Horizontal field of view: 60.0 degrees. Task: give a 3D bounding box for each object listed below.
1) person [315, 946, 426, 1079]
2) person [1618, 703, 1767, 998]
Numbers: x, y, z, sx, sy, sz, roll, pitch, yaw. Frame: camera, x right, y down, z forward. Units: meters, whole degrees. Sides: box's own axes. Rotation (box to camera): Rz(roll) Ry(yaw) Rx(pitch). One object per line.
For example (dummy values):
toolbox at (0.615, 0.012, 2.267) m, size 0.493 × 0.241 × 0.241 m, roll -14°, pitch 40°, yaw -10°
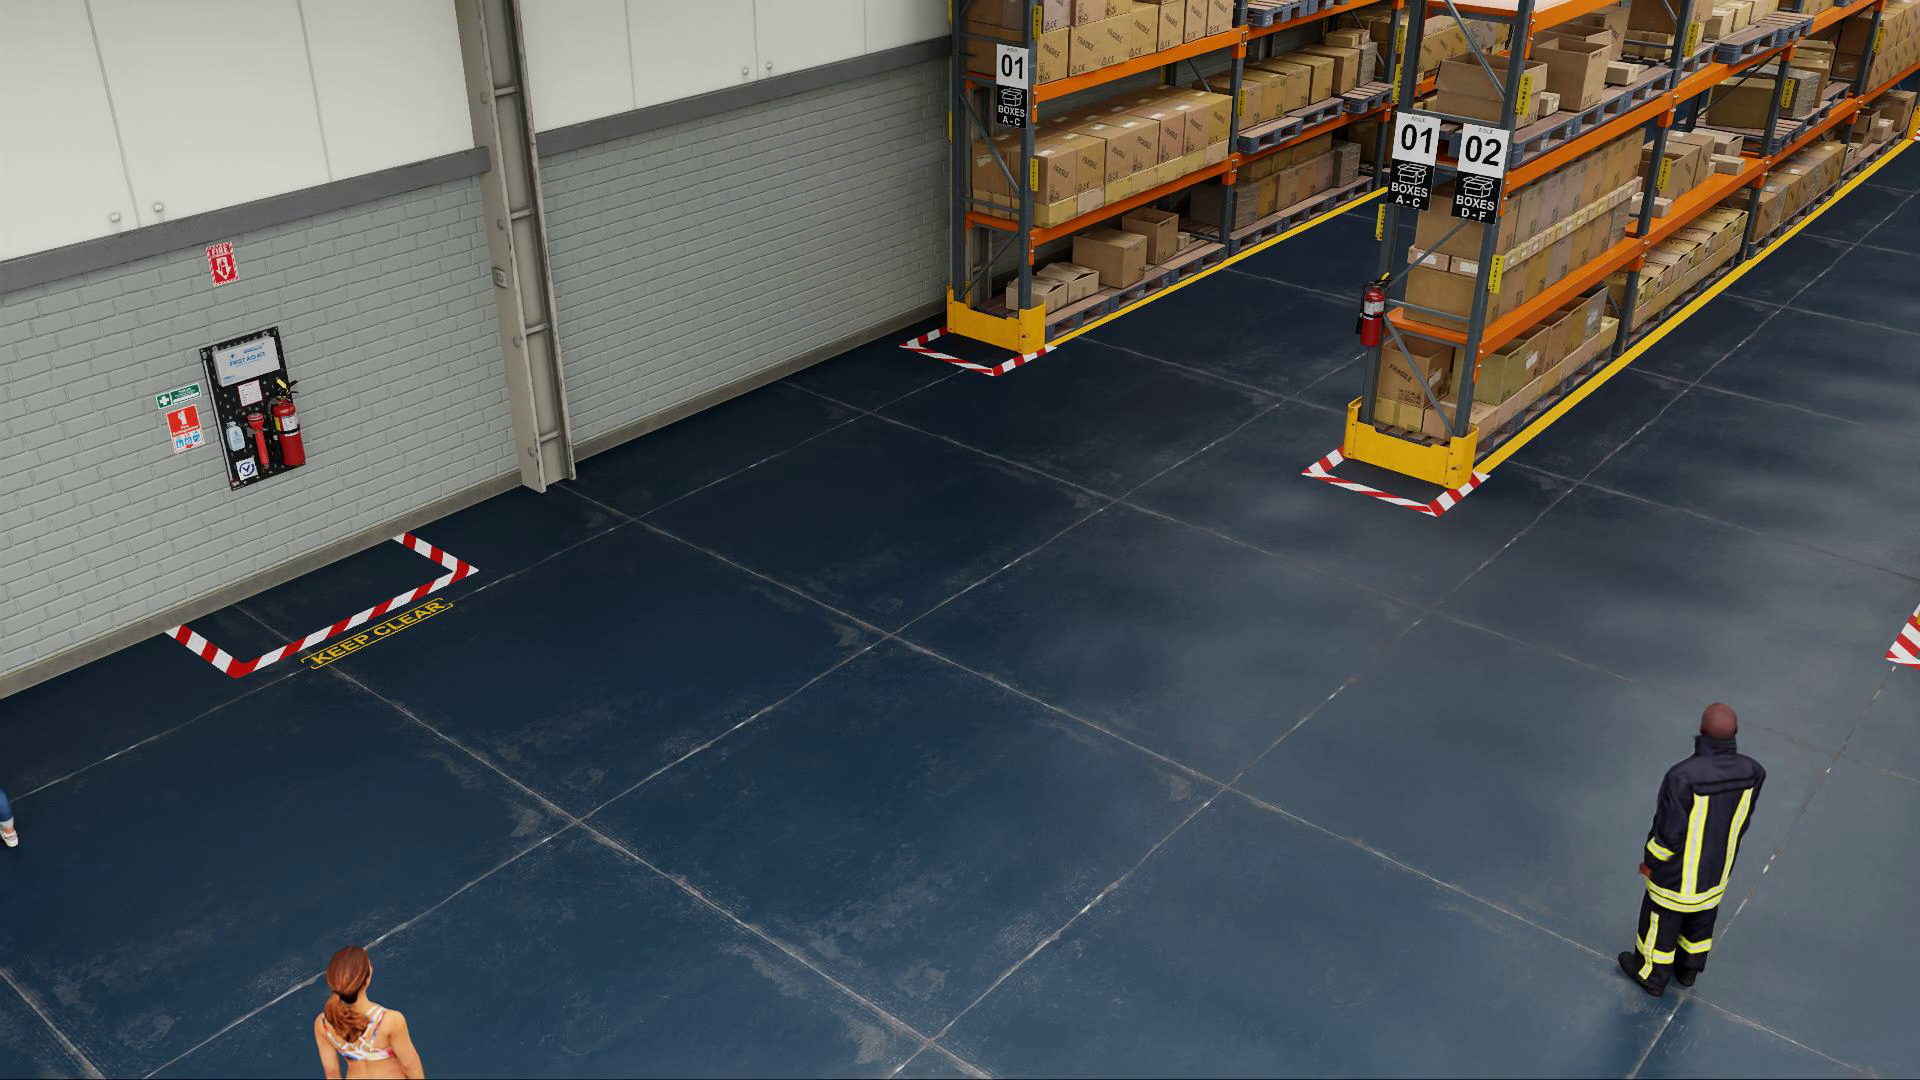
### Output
person at (-2.577, 2.533, 7.410) m, size 0.680 × 1.791 × 0.734 m, roll -1°, pitch 28°, yaw -1°
person at (3.977, 1.666, 9.005) m, size 0.836 × 1.822 × 0.925 m, roll -6°, pitch 29°, yaw -11°
